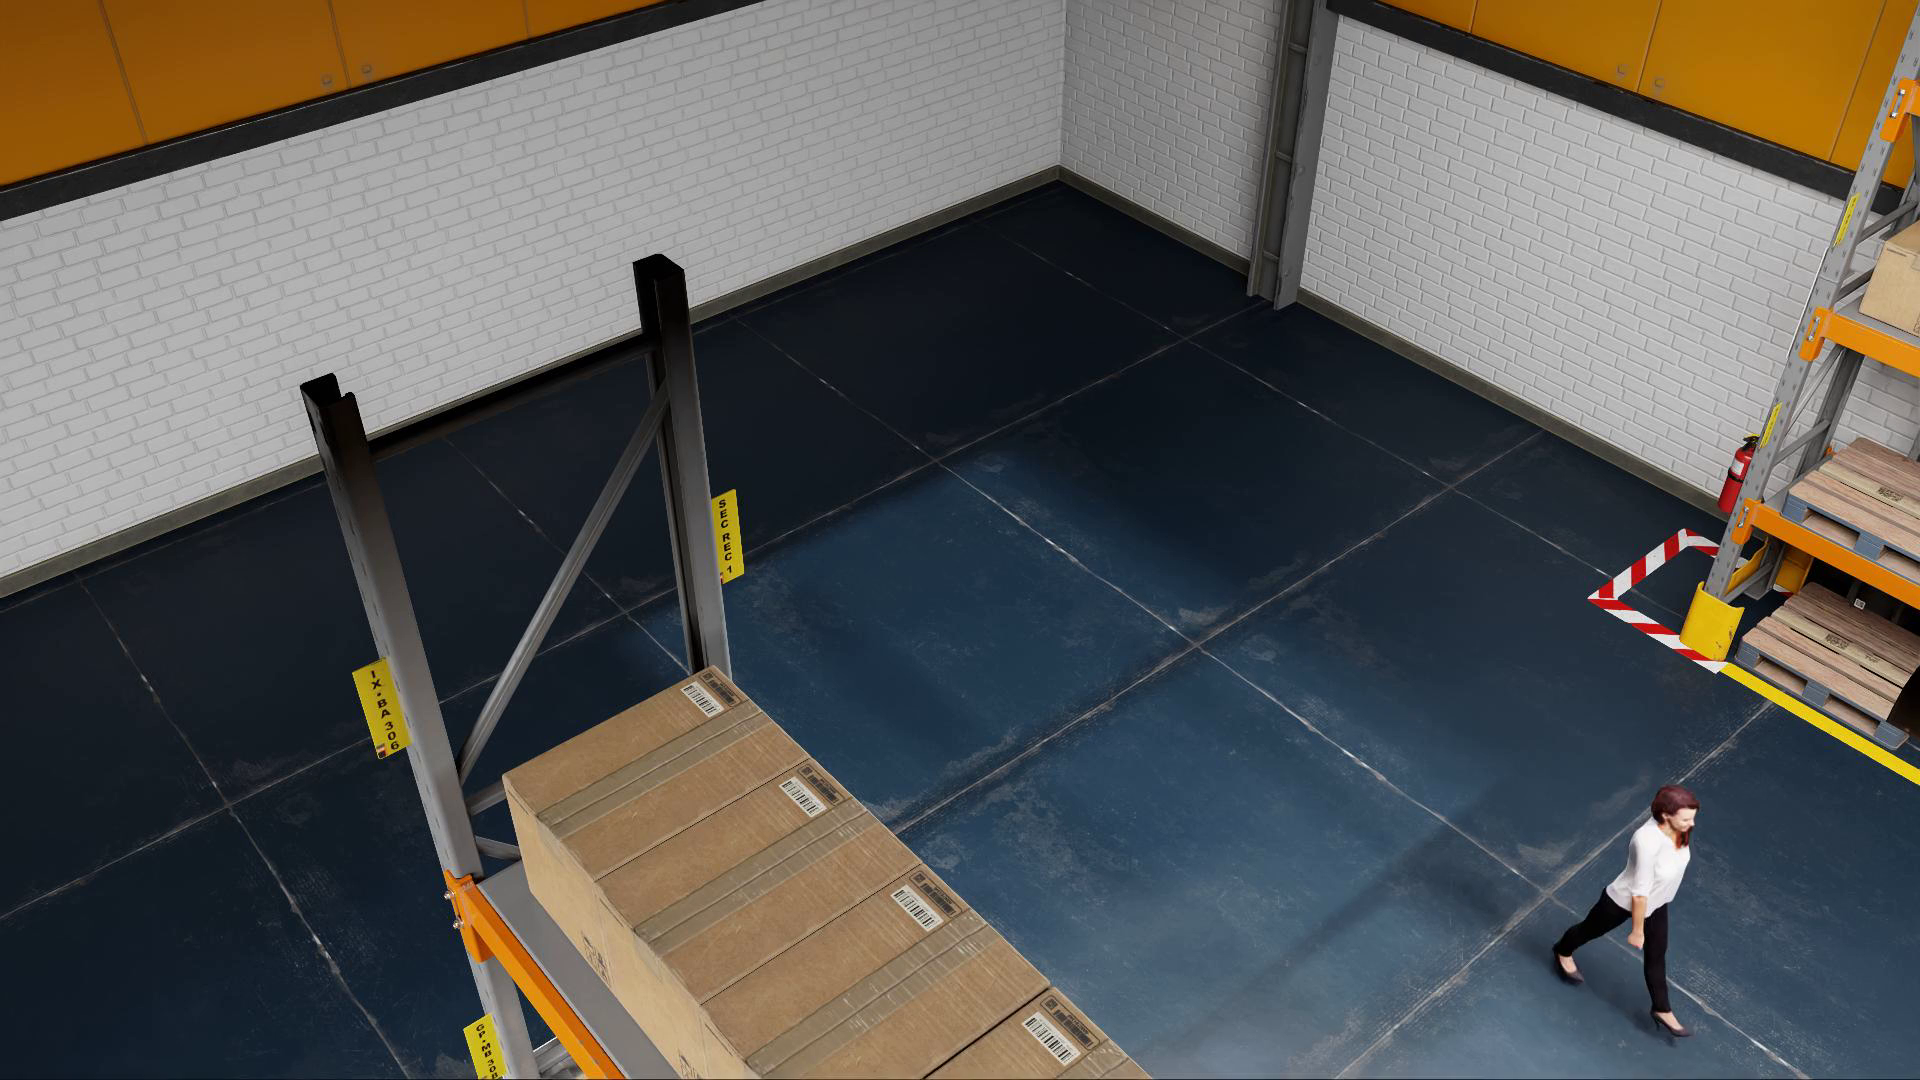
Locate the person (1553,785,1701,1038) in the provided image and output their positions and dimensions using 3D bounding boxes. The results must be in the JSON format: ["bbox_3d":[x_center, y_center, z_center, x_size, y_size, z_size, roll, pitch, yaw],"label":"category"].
[{"bbox_3d":[3.643,1.960,9.235,0.610,1.740,1.083,-28,46,-31],"label":"person"}]
